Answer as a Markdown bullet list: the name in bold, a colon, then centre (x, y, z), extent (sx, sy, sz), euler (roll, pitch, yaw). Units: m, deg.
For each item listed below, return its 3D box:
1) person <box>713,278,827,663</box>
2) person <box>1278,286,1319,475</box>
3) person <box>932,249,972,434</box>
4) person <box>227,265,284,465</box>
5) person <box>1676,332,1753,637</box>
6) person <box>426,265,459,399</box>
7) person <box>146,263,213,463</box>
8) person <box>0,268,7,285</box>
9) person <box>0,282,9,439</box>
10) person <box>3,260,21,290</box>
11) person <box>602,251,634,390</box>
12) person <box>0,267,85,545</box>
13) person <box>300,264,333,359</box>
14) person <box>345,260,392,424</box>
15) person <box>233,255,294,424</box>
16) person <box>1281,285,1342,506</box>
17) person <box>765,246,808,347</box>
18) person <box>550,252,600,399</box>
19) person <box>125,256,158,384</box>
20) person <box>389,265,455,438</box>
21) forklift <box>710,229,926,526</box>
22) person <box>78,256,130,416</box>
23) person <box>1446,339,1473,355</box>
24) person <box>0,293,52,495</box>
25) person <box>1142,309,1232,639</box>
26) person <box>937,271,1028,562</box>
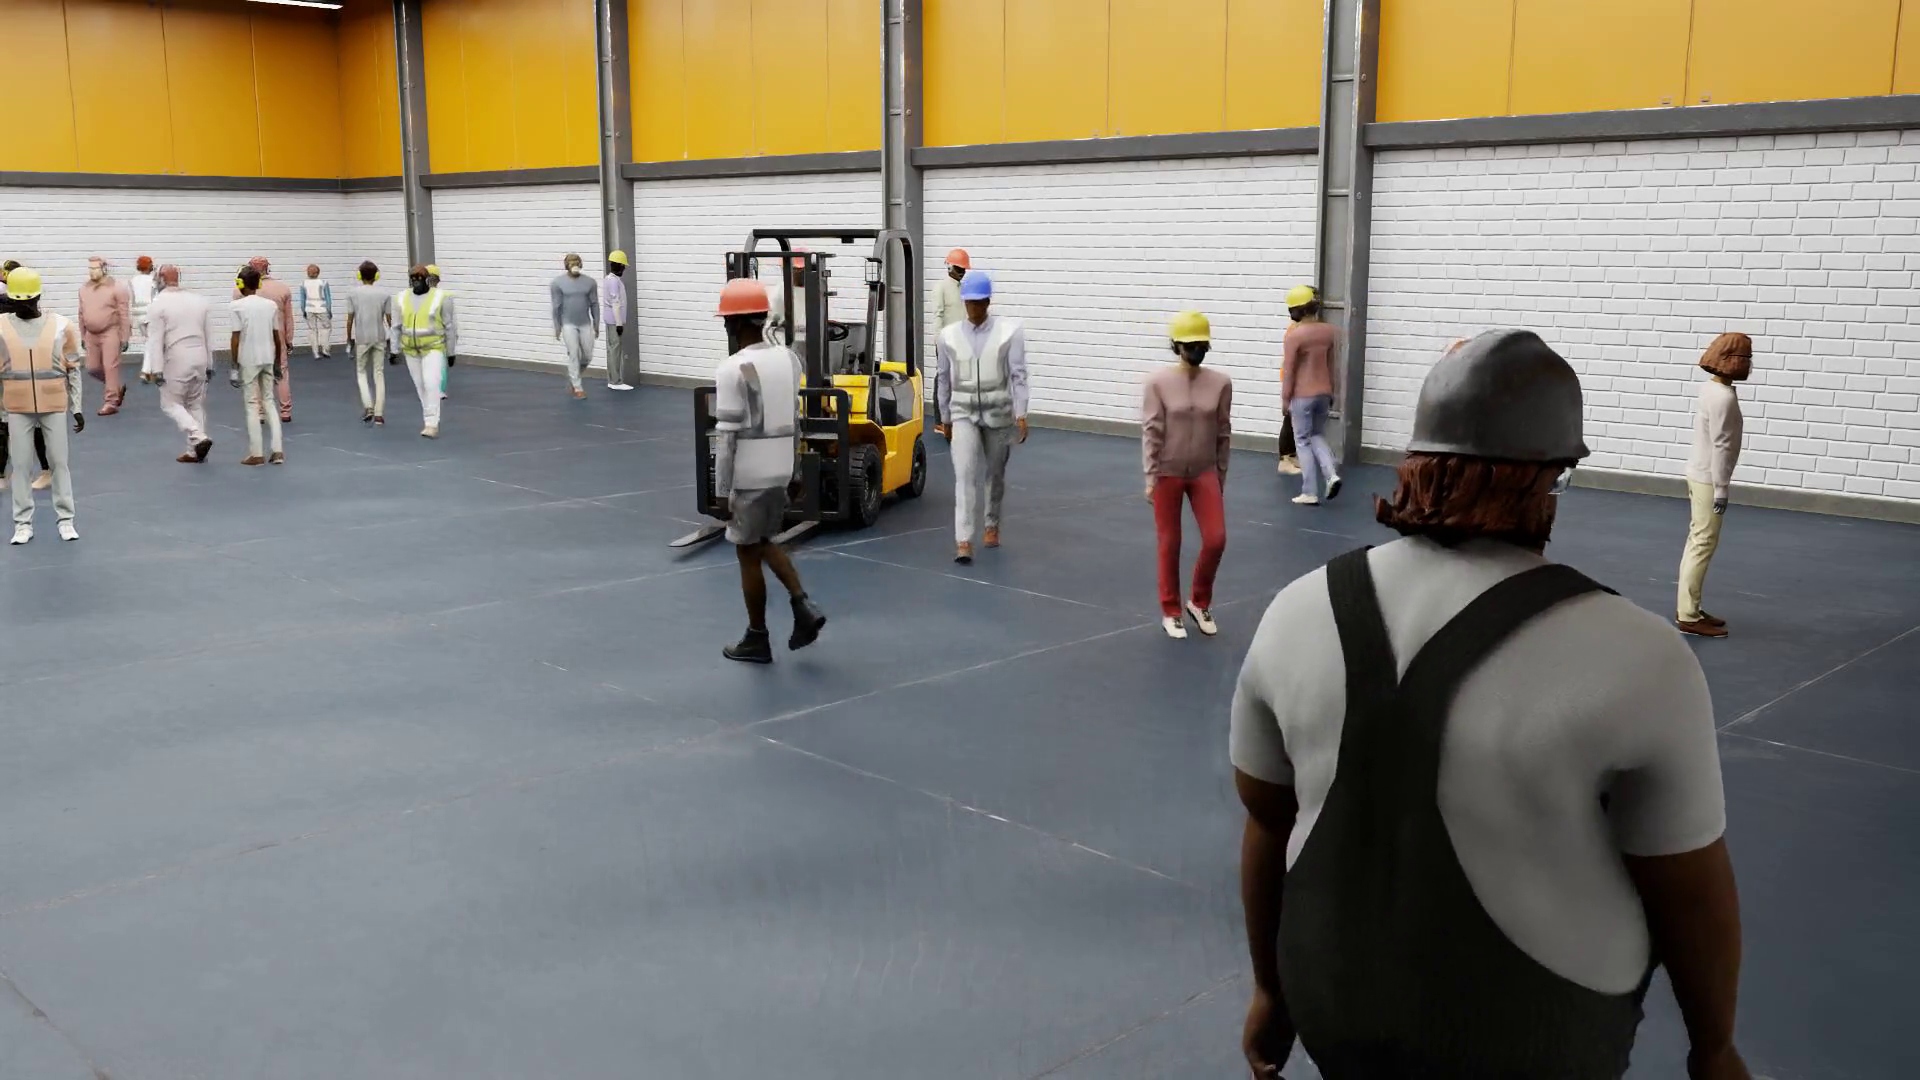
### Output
- **person**: centre (-0.981, -0.322, 8.214), extent (0.486, 1.922, 0.577), euler (7, 12, 33)
- **person**: centre (3.041, -1.429, 14.904), extent (0.322, 1.690, 0.532), euler (5, 11, 25)
- **person**: centre (-0.061, -2.145, 17.992), extent (0.404, 1.986, 0.613), euler (7, 13, 35)
- **person**: centre (-6.535, -1.611, 15.460), extent (0.386, 1.861, 0.514), euler (7, 13, 35)
- **person**: centre (4.038, -0.298, 8.908), extent (0.280, 1.624, 0.494), euler (3, 11, 16)
- **person**: centre (-6.872, -2.726, 21.830), extent (0.539, 1.745, 0.690), euler (-2, 11, -10)
- **person**: centre (-7.189, -1.624, 15.433), extent (0.554, 1.883, 0.691), euler (4, 11, 23)
- **person**: centre (-14.711, -3.374, 25.648), extent (0.279, 1.634, 0.498), euler (5, 11, 23)
- **person**: centre (-10.170, -2.048, 17.307), extent (0.375, 2.044, 0.604), euler (8, 13, 39)
- **person**: centre (-12.026, -2.673, 21.343), extent (0.986, 1.827, 0.551), euler (4, 11, 22)
- **person**: centre (-4.750, -3.037, 23.042), extent (0.377, 1.918, 0.585), euler (-4, 11, -19)
- **person**: centre (-6.410, -0.929, 11.554), extent (0.589, 1.914, 0.398), euler (-5, 12, -27)
- **person**: centre (-11.076, -3.929, 28.666), extent (0.548, 1.625, 0.436), euler (0, 10, 0)
- **person**: centre (-6.701, -2.246, 18.913), extent (0.553, 1.851, 0.515), euler (-4, 11, -22)
- **person**: centre (-7.901, -2.270, 18.892), extent (0.645, 1.908, 0.408), euler (-8, 13, -36)
- **person**: centre (2.733, -1.130, 13.095), extent (0.550, 1.740, 0.398), euler (-7, 12, -33)
- **person**: centre (-1.556, -1.825, 16.139), extent (0.628, 2.022, 0.463), euler (-10, 14, -42)
- **person**: centre (-5.069, -2.820, 21.887), extent (0.636, 1.918, 0.682), euler (-6, 12, -29)
- **person**: centre (-11.767, -3.192, 24.120), extent (0.584, 1.842, 0.988), euler (0, 10, -2)
- **person**: centre (-5.702, -1.973, 17.523), extent (0.642, 1.810, 0.835), euler (2, 11, 8)
- **forklift**: centre (-1.050, -1.319, 12.920), extent (1.214, 2.155, 2.313), euler (2, 11, 13)
- **person**: centre (-10.212, -2.448, 19.891), extent (0.663, 1.890, 0.589), euler (2, 11, 9)
- **person**: centre (2.619, -0.217, 8.518), extent (0.781, 1.599, 0.543), euler (2, 11, 9)
- **person**: centre (-7.784, -1.191, 13.653), extent (0.546, 1.655, 0.766), euler (2, 11, 13)
- **person**: centre (1.195, -0.335, 8.765), extent (0.530, 1.750, 0.390), euler (-2, 11, -11)
- **person**: centre (0.149, -0.828, 11.066), extent (0.619, 1.894, 0.998), euler (1, 10, 5)
